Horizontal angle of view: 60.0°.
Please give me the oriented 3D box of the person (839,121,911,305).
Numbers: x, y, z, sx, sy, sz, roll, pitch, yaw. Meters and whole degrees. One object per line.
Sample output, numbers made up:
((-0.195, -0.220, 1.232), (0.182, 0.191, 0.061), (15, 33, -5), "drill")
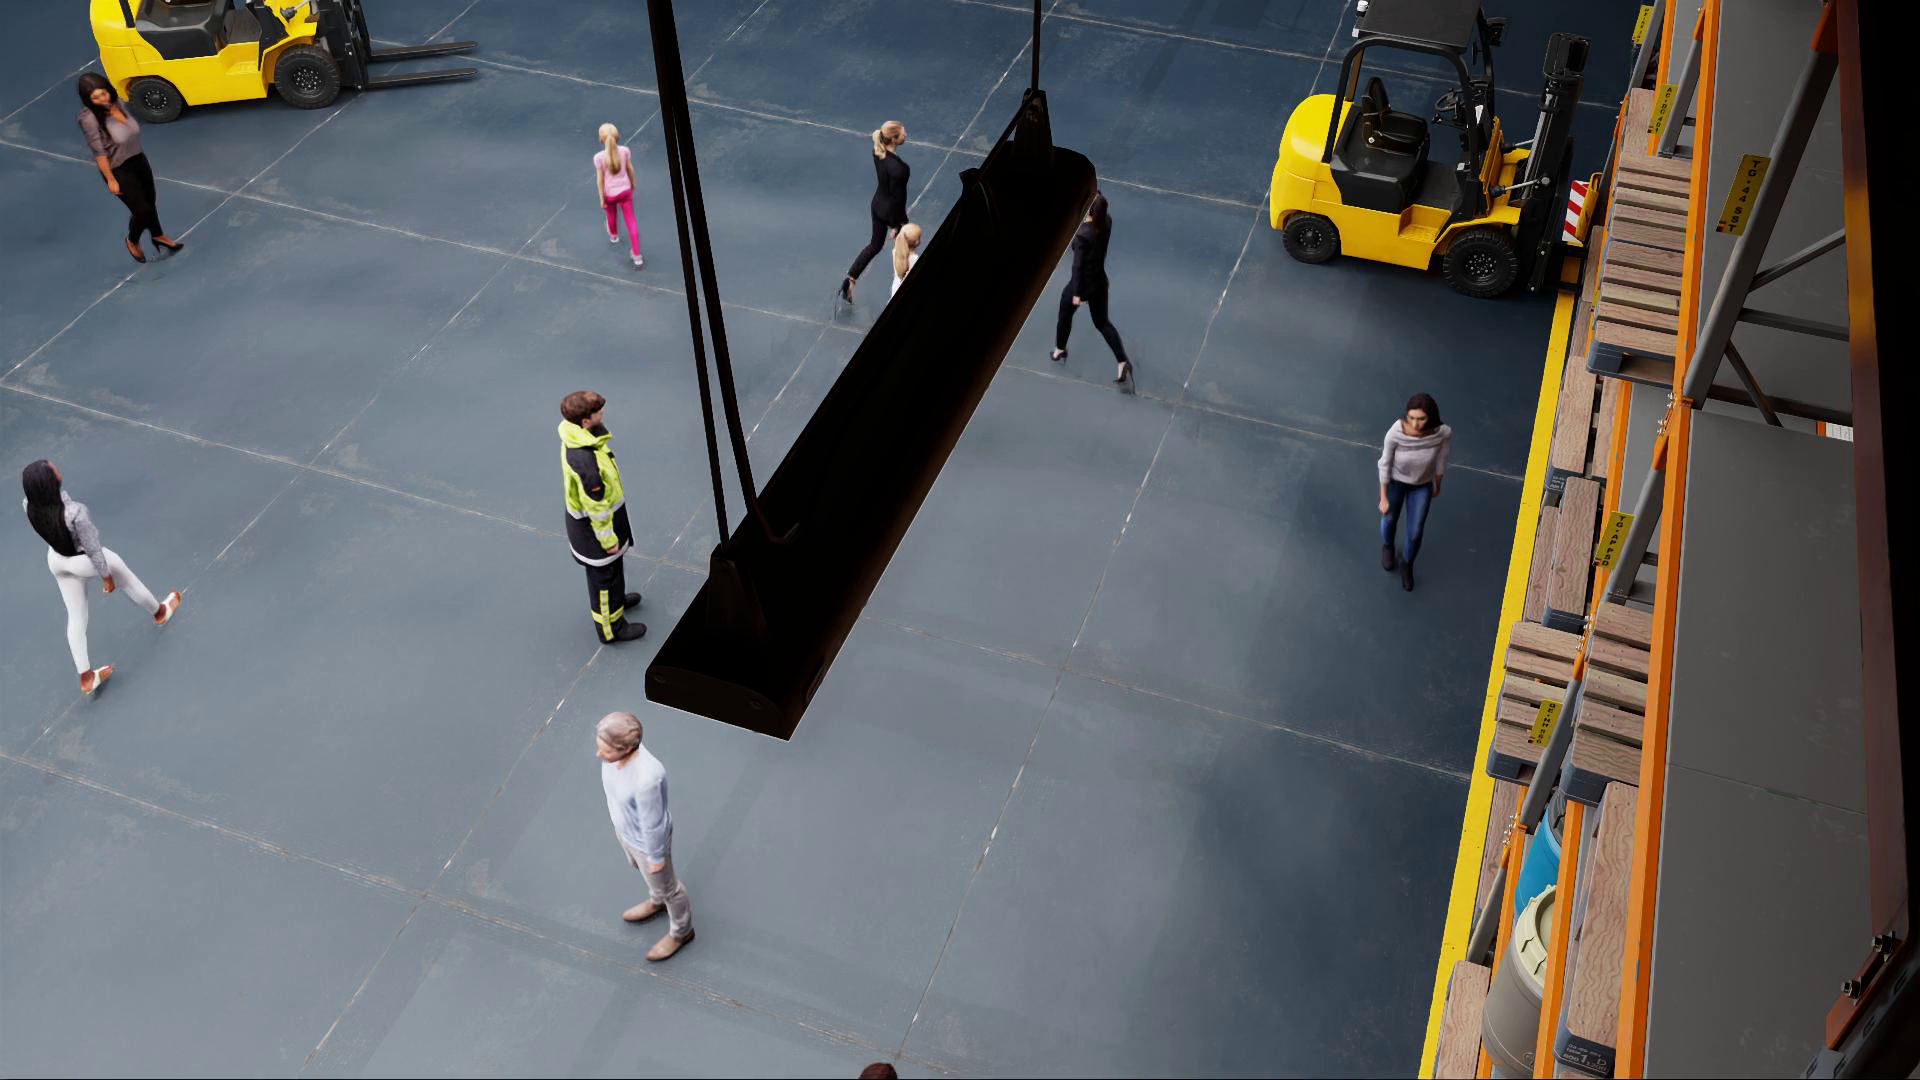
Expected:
((-0.657, -2.619, 13.527), (1.147, 1.669, 1.011), (-26, 49, -25), "person")

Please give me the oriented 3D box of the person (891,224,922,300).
((-0.461, -1.866, 13.047), (0.612, 1.241, 0.935), (23, 48, 22), "person")

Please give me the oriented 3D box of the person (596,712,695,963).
((-1.704, 1.554, 8.986), (0.761, 1.891, 0.741), (-27, 50, -26), "person")

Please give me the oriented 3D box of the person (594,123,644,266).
((-2.889, -2.932, 14.166), (0.865, 1.240, 0.931), (-17, 46, -17), "person")

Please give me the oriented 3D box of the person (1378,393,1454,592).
((3.011, -0.425, 11.268), (0.698, 1.609, 0.742), (3, 44, 3), "person")

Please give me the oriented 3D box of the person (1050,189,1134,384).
((1.053, -1.907, 12.774), (0.931, 1.677, 1.077), (31, 52, 29), "person")

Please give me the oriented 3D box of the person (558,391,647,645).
((-2.351, -0.152, 10.714), (0.925, 1.977, 0.822), (-11, 45, -11), "person")

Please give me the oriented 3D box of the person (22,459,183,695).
((-5.600, 0.235, 10.526), (0.672, 1.677, 1.185), (11, 45, 11), "person")

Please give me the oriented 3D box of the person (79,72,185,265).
((-7.009, -3.069, 13.887), (0.856, 1.825, 0.680), (-1, 44, -2), "person")
